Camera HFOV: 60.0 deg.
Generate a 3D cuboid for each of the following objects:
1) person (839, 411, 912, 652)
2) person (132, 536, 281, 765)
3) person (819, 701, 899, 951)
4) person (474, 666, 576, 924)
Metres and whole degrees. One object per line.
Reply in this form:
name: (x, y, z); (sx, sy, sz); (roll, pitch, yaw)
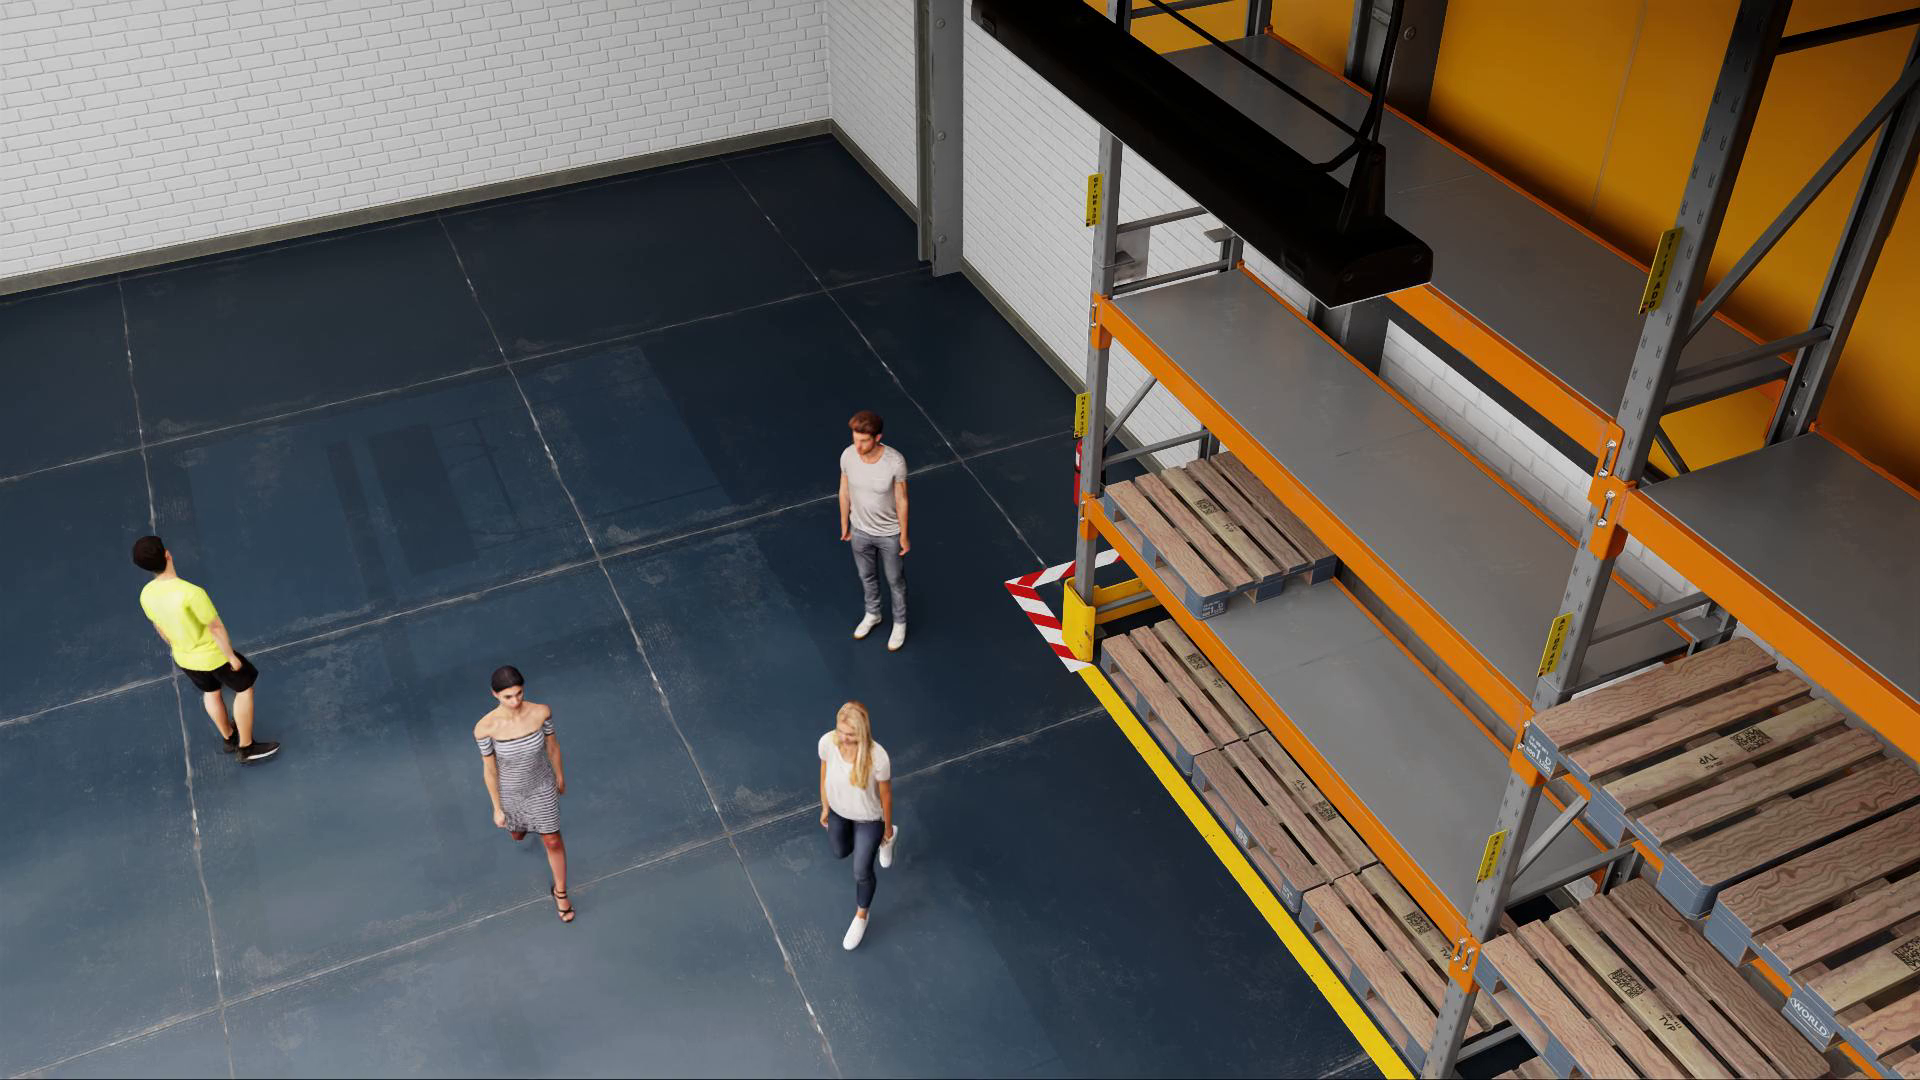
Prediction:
person: (-0.554, -0.098, 11.277); (0.754, 1.886, 0.809); (12, 40, 15)
person: (-4.738, 0.709, 10.431); (0.846, 1.680, 0.874); (14, 41, 17)
person: (-0.539, 1.487, 9.369); (1.002, 1.789, 1.008); (17, 42, 21)
person: (-2.504, 1.386, 9.490); (0.608, 1.796, 1.010); (-16, 41, -19)
